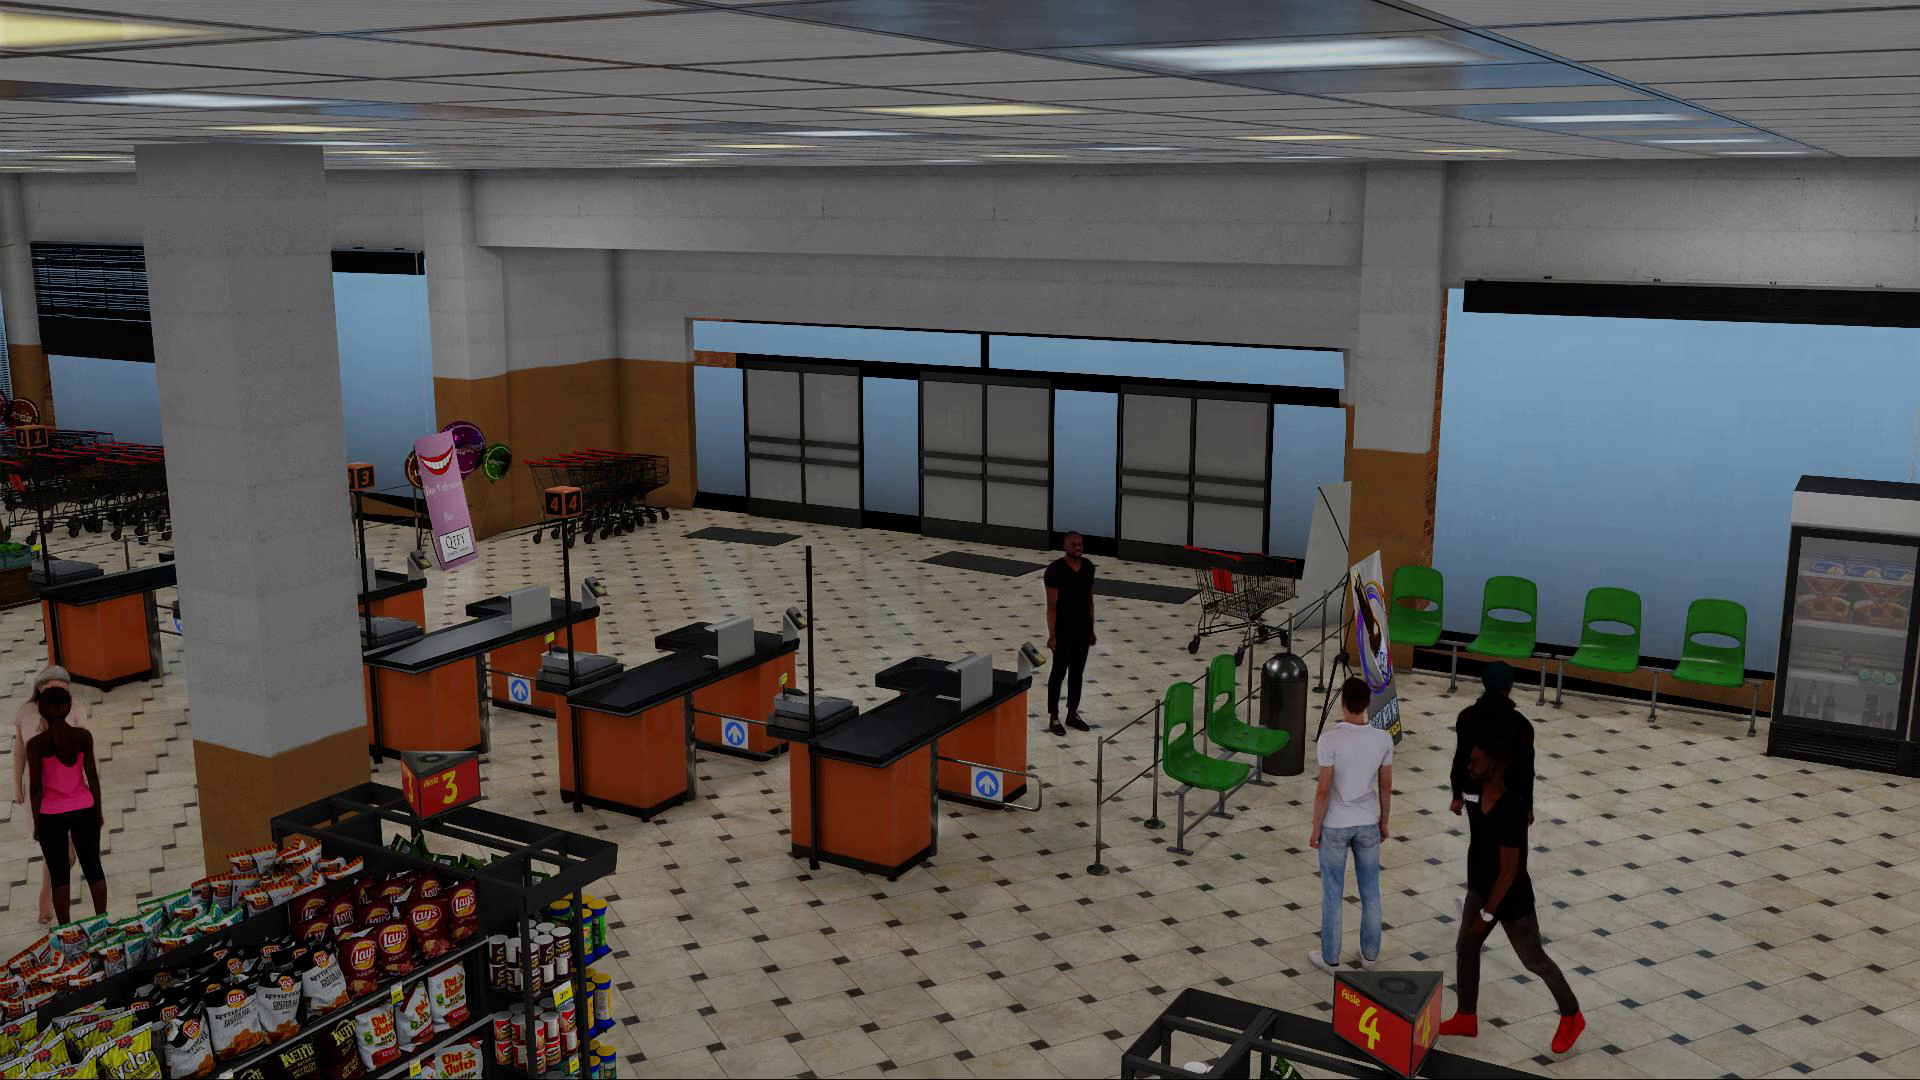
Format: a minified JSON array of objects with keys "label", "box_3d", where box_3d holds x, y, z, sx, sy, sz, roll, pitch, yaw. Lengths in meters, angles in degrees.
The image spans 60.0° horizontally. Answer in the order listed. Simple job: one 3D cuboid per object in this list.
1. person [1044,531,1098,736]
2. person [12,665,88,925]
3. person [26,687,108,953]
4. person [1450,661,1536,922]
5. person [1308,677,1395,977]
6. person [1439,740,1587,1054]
[{"label":"person","box_3d":[0.976,0.803,14.721,0.667,1.819,0.803,-7,14,-30]},{"label":"person","box_3d":[-5.977,1.644,11.017,0.987,1.700,1.076,-1,12,-6]},{"label":"person","box_3d":[-5.614,1.748,10.467,0.584,1.724,0.691,-10,16,-40]},{"label":"person","box_3d":[3.384,1.672,10.636,0.834,1.803,1.060,10,15,39]},{"label":"person","box_3d":[2.386,1.745,10.172,0.728,1.850,0.772,-2,12,-11]},{"label":"person","box_3d":[3.107,1.996,9.222,1.159,1.751,1.152,-3,12,-15]}]
